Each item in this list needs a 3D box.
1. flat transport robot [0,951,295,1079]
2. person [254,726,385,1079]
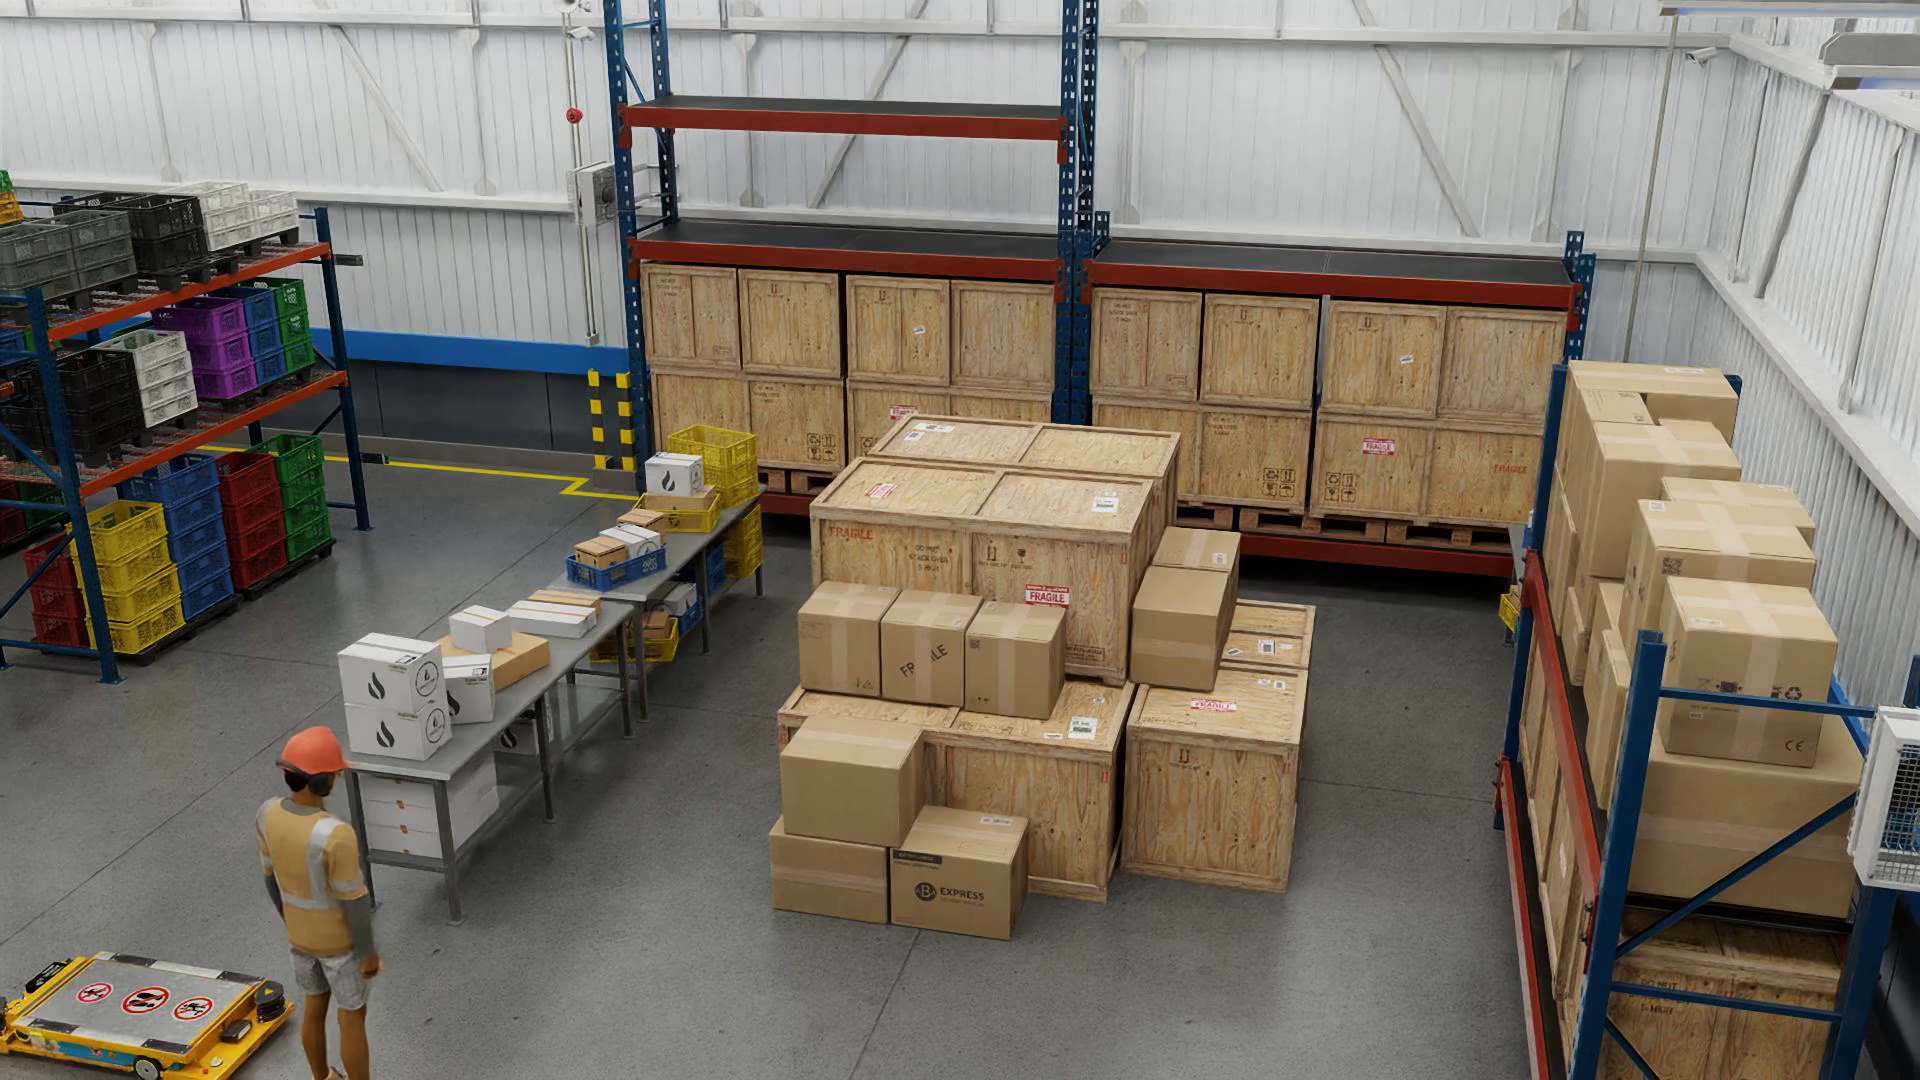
[{"bbox_3d":[-4.270,2.464,8.601,1.431,0.231,0.659,5,22,13],"label":"flat transport robot"},{"bbox_3d":[-2.953,1.821,7.817,0.606,2.031,0.406,12,24,28],"label":"person"}]
